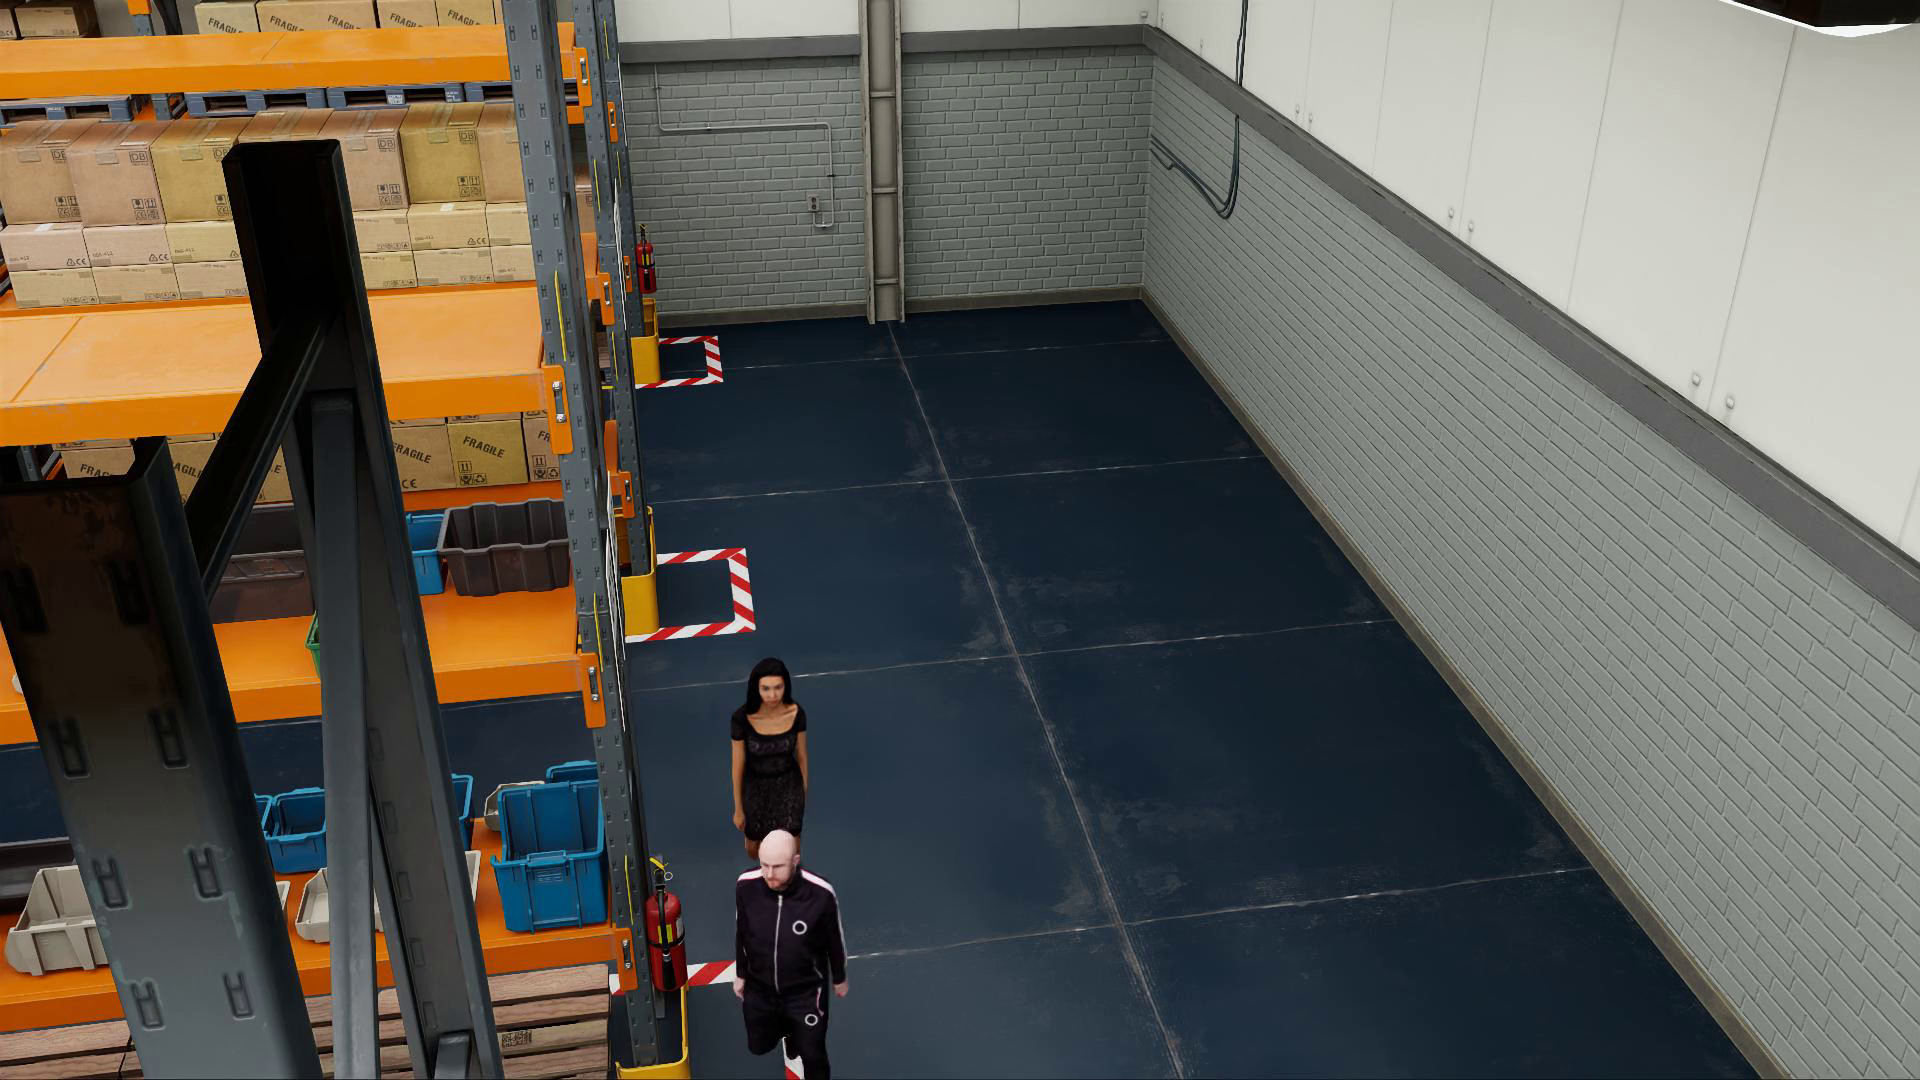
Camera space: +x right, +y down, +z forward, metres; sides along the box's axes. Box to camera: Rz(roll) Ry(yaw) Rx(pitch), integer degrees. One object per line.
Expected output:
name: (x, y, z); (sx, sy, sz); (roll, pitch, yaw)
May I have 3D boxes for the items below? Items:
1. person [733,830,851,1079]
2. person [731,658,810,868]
person: (-0.823, 2.086, 8.044); (0.984, 1.818, 0.957); (2, 28, 5)
person: (-1.070, 1.415, 9.354); (0.913, 1.771, 0.697); (-7, 29, -13)
